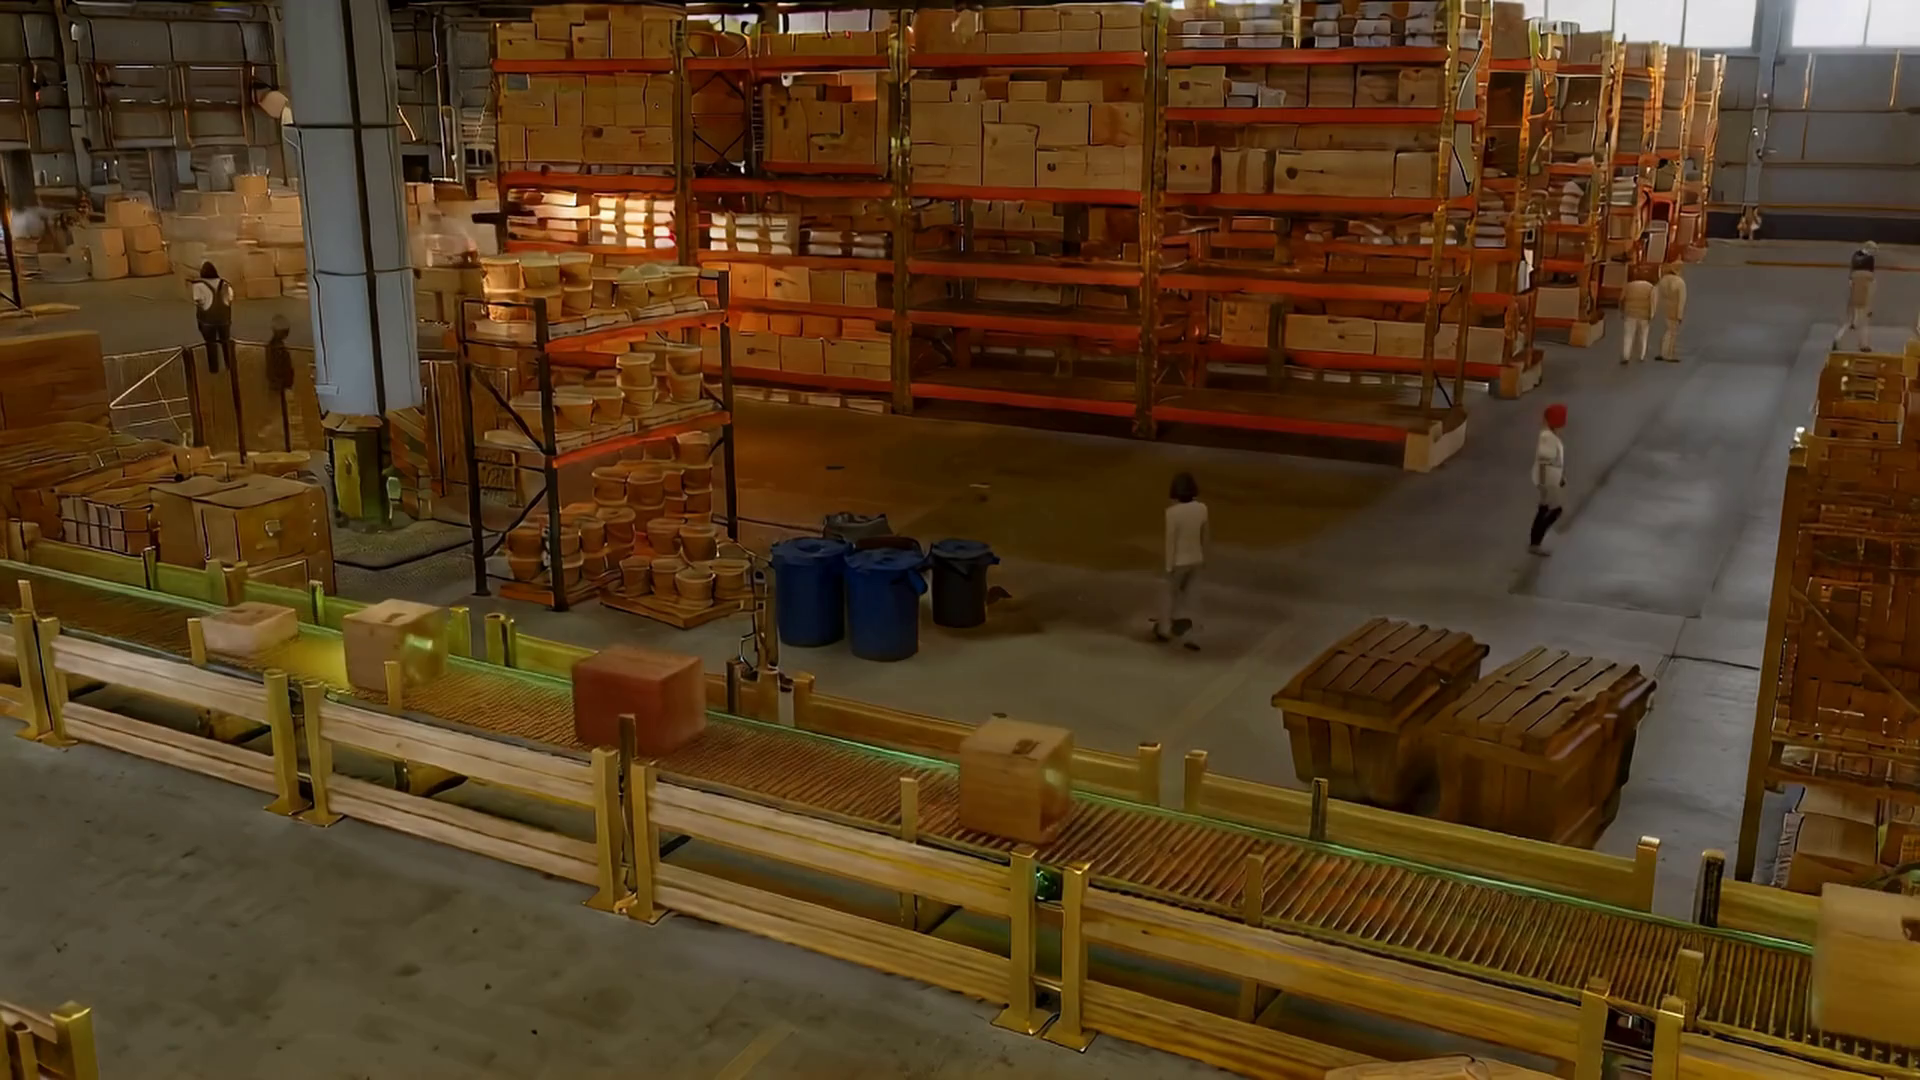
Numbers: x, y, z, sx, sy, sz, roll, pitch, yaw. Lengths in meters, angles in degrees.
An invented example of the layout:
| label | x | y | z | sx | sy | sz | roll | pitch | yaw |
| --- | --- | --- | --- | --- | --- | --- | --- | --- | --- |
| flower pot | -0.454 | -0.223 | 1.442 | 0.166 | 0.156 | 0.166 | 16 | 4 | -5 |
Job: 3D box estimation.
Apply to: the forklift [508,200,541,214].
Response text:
| label | x | y | z | sx | sy | sz | roll | pitch | yaw |
| --- | --- | --- | --- | --- | --- | --- | --- | --- | --- |
| forklift | -8.750 | -5.541 | 33.931 | 1.873 | 2.768 | 1.129 | 8 | 17 | 28 |

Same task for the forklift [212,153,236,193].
| label | x | y | z | sx | sy | sz | roll | pitch | yaw |
| --- | --- | --- | --- | --- | --- | --- | --- | --- | --- |
| forklift | -26.967 | -12.815 | 61.276 | 1.873 | 2.768 | 1.129 | 4 | 15 | 13 |

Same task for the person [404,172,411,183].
| label | x | y | z | sx | sy | sz | roll | pitch | yaw |
| --- | --- | --- | --- | --- | --- | --- | --- | --- | --- |
| person | -22.729 | -14.065 | 67.917 | 0.746 | 1.873 | 1.045 | -6 | 16 | -20 |

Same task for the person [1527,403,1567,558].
| label | x | y | z | sx | sy | sz | roll | pitch | yaw |
| --- | --- | --- | --- | --- | --- | --- | --- | --- | --- |
| person | 6.298 | -0.636 | 17.774 | 0.372 | 1.682 | 0.540 | 6 | 16 | 20 |

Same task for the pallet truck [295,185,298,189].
| label | x | y | z | sx | sy | sz | roll | pitch | yaw |
| --- | --- | --- | --- | --- | --- | --- | --- | --- | --- |
| pallet truck | -26.804 | -14.617 | 69.738 | 1.885 | 1.965 | 0.823 | -14 | 20 | -42 |

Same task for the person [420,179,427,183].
| label | x | y | z | sx | sy | sz | roll | pitch | yaw |
| --- | --- | --- | --- | --- | --- | --- | --- | --- | --- |
| person | -19.872 | -12.513 | 62.040 | 0.992 | 1.899 | 0.554 | -9 | 17 | -30 |

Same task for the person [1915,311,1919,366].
| label | x | y | z | sx | sy | sz | roll | pitch | yaw |
| --- | --- | --- | --- | --- | --- | --- | --- | --- | --- |
| person | 17.304 | -3.785 | 29.422 | 0.602 | 1.783 | 0.887 | -8 | 17 | -27 |

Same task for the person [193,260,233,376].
| label | x | y | z | sx | sy | sz | roll | pitch | yaw |
| --- | --- | --- | --- | --- | --- | --- | --- | --- | --- |
| person | -13.263 | -3.935 | 29.502 | 0.537 | 2.000 | 0.682 | 11 | 18 | 35 |

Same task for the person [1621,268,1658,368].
| label | x | y | z | sx | sy | sz | roll | pitch | yaw |
| --- | --- | --- | --- | --- | --- | --- | --- | --- | --- |
| person | 12.380 | -4.046 | 30.406 | 0.627 | 1.799 | 0.865 | 8 | 17 | 27 |

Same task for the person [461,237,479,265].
| label | x | y | z | sx | sy | sz | roll | pitch | yaw |
| --- | --- | --- | --- | --- | --- | --- | --- | --- | --- |
| person | -10.684 | -5.727 | 36.577 | 0.652 | 1.858 | 0.604 | 5 | 16 | 18 |

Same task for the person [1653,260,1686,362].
| label | x | y | z | sx | sy | sz | roll | pitch | yaw |
| --- | --- | --- | --- | --- | --- | --- | --- | --- | --- |
| person | 13.289 | -4.276 | 31.063 | 0.400 | 1.901 | 0.645 | -5 | 16 | -17 |

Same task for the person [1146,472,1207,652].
| label | x | y | z | sx | sy | sz | roll | pitch | yaw |
| --- | --- | --- | --- | --- | --- | --- | --- | --- | --- |
| person | 1.942 | 0.181 | 14.846 | 0.538 | 1.609 | 0.661 | -11 | 18 | -35 |

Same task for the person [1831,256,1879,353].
| label | x | y | z | sx | sy | sz | roll | pitch | yaw |
| --- | --- | --- | --- | --- | --- | --- | --- | --- | --- |
| person | 17.163 | -4.483 | 31.824 | 0.905 | 1.908 | 0.636 | -9 | 17 | -31 |

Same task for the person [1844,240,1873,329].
| label | x | y | z | sx | sy | sz | roll | pitch | yaw |
| --- | --- | --- | --- | --- | --- | --- | --- | --- | --- |
| person | 19.212 | -5.453 | 35.493 | 0.400 | 1.897 | 0.645 | 6 | 16 | 22 |

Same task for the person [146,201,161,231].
| label | x | y | z | sx | sy | sz | roll | pitch | yaw |
| --- | --- | --- | --- | --- | --- | --- | --- | --- | --- |
| person | -25.741 | -10.016 | 53.142 | 0.543 | 1.623 | 0.379 | 3 | 15 | 11 |

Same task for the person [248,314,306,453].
| label | x | y | z | sx | sy | sz | roll | pitch | yaw |
| --- | --- | --- | --- | --- | --- | --- | --- | --- | --- |
| person | -9.372 | -2.127 | 22.846 | 0.849 | 1.972 | 0.618 | -5 | 16 | -17 |
